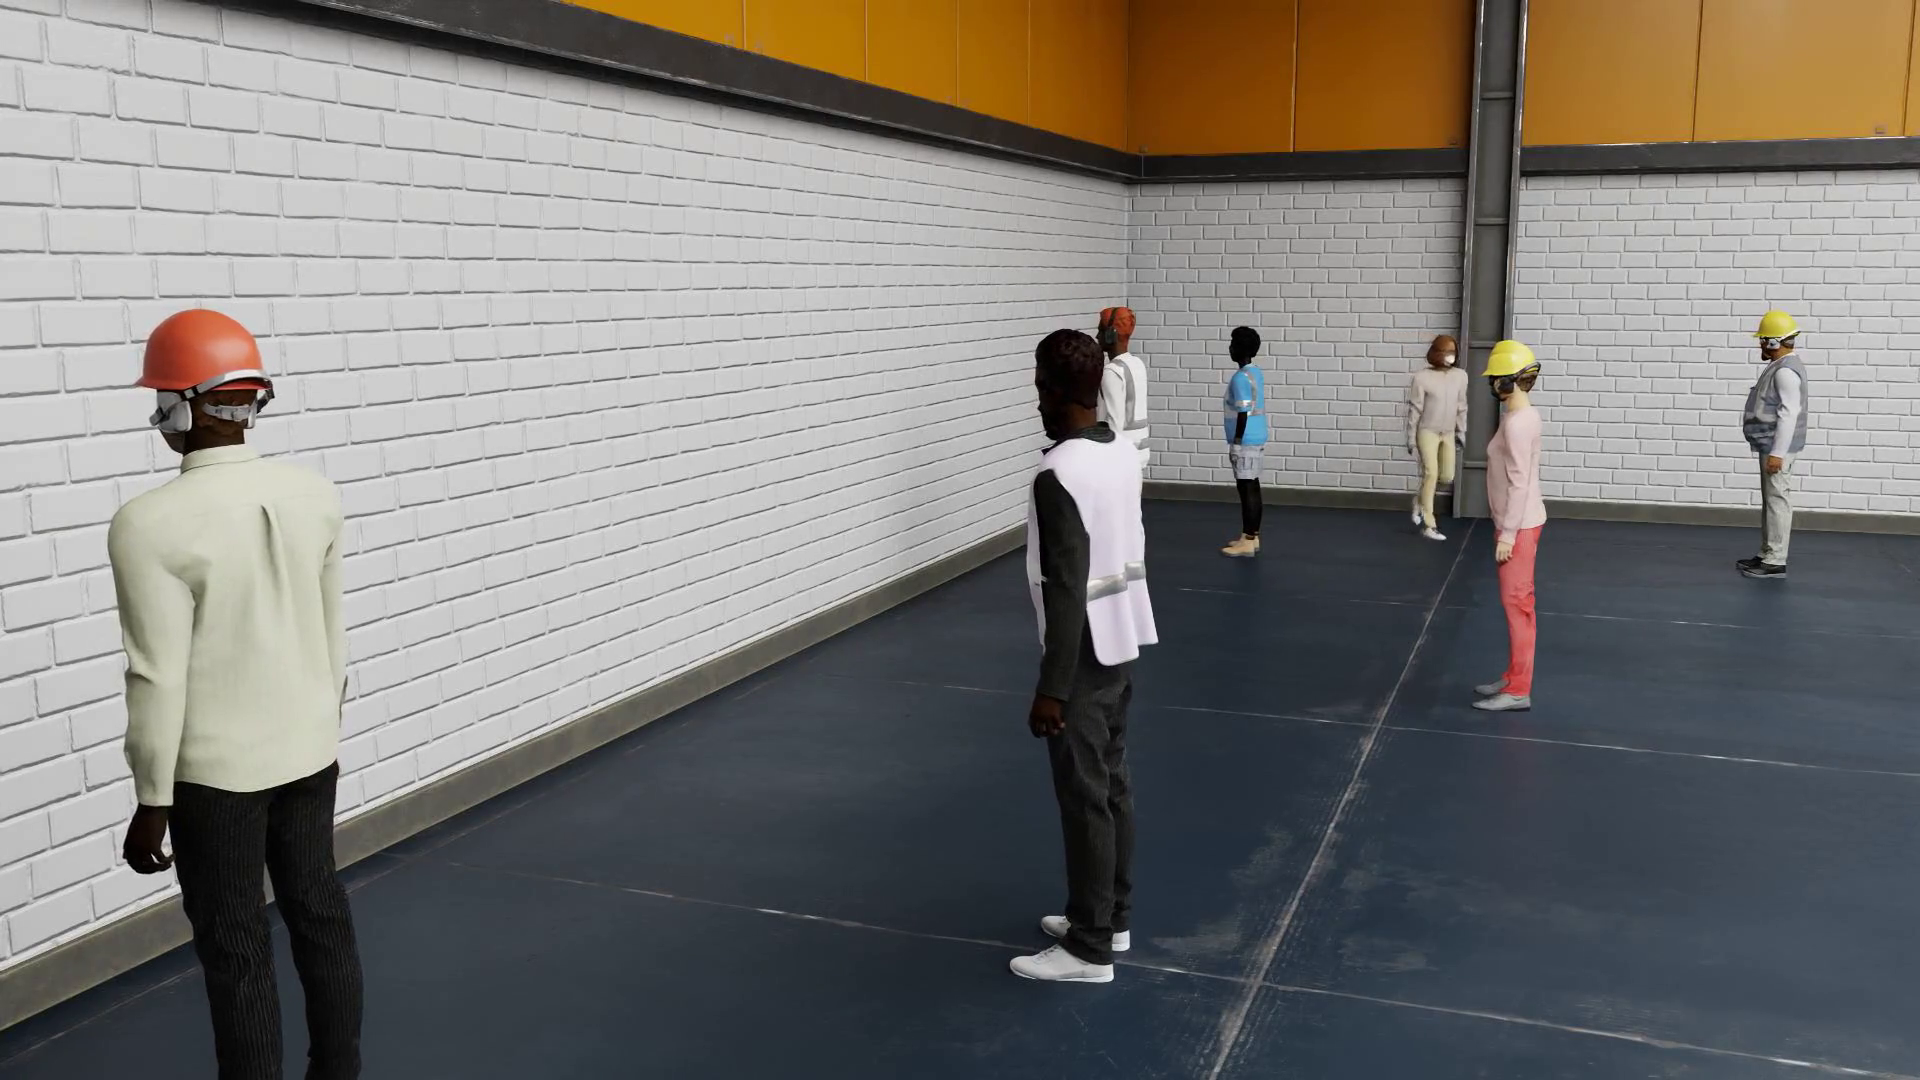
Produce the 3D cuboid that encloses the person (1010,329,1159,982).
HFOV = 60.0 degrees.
[{"bbox_3d":[0.365,0.346,4.882,0.399,1.916,0.590,4,10,23],"label":"person"}]

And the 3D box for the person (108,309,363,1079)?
[{"bbox_3d":[-1.626,0.486,3.745,0.390,1.995,0.613,4,10,23],"label":"person"}]

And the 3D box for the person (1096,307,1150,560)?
[{"bbox_3d":[0.949,-0.451,9.989,0.362,1.883,0.575,4,10,23],"label":"person"}]

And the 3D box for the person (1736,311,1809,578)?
[{"bbox_3d":[5.581,-0.651,11.416,0.404,1.828,0.591,4,10,23],"label":"person"}]

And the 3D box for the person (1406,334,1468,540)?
[{"bbox_3d":[3.730,-0.828,13.183,0.509,1.616,0.576,-3,10,-19],"label":"person"}]

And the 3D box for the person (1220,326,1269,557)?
[{"bbox_3d":[2.102,-0.723,12.275,0.322,1.697,0.535,4,10,23],"label":"person"}]

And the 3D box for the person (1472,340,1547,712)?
[{"bbox_3d":[2.616,-0.062,7.922,0.329,1.765,0.525,4,10,23],"label":"person"}]
